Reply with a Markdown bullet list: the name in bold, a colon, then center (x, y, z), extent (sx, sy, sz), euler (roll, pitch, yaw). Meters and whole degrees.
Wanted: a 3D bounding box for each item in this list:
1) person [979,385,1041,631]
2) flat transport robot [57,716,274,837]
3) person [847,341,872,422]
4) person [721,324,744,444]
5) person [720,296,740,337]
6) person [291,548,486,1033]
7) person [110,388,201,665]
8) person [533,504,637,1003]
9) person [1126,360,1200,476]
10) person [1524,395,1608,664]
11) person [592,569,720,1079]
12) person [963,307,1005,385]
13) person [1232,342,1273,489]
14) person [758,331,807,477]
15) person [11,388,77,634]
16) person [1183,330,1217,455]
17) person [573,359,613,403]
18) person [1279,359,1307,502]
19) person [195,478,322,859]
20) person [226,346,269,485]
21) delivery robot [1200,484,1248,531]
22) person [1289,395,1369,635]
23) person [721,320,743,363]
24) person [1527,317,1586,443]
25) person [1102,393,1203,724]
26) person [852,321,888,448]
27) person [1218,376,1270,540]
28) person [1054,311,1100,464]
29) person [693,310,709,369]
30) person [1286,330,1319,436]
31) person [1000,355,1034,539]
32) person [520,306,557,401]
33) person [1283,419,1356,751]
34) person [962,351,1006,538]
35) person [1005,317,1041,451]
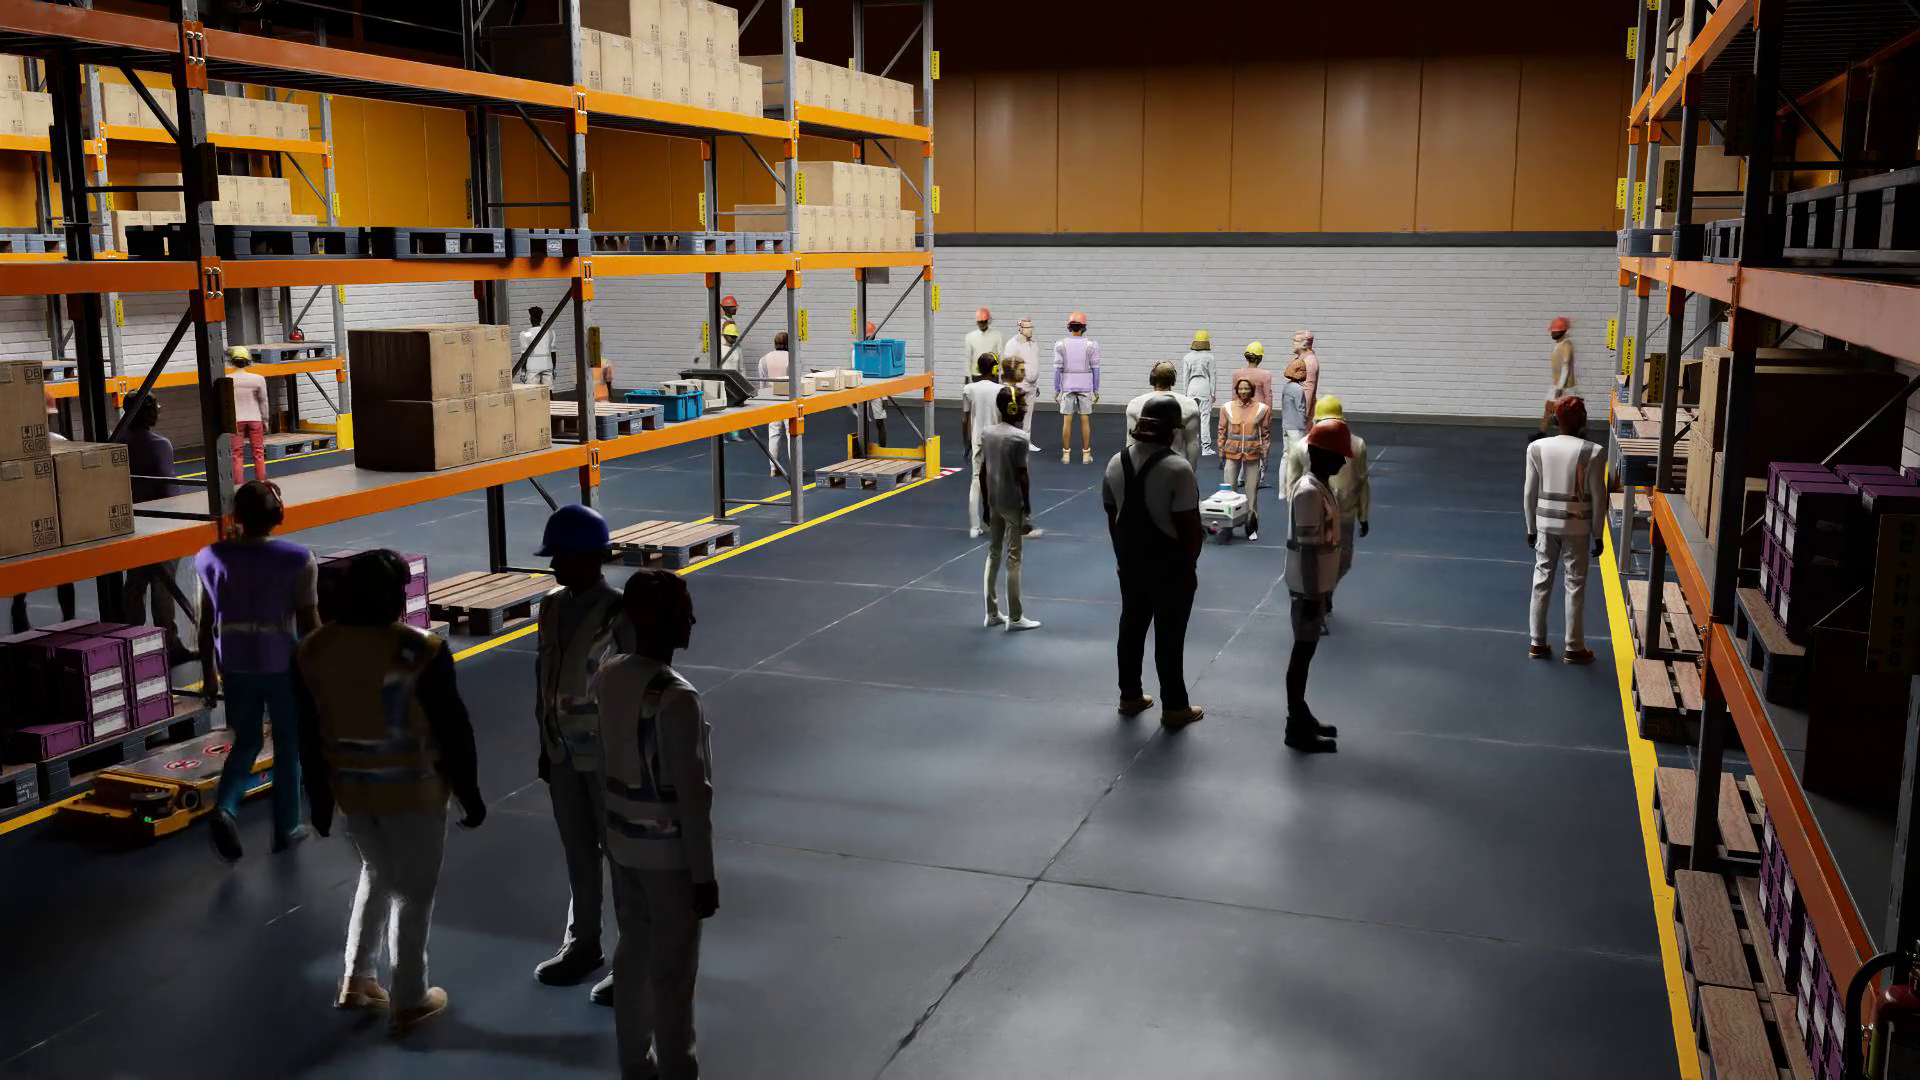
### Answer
- **person**: center (0.362, -0.242, 12.679), extent (0.331, 1.866, 0.513), euler (-9, 14, -42)
- **flat transport robot**: center (-3.968, 1.228, 8.884), extent (0.652, 0.197, 1.431), euler (4, 11, 22)
- **person**: center (-1.665, -2.787, 27.772), extent (0.521, 1.604, 0.701), euler (-4, 11, -20)
- **person**: center (-3.414, -2.311, 24.637), extent (0.330, 1.762, 0.527), euler (10, 14, 44)
- **person**: center (-3.989, -3.212, 28.893), extent (0.366, 2.048, 0.607), euler (1, 10, 4)
- **person**: center (-2.094, 0.933, 6.165), extent (0.633, 1.829, 0.442), euler (3, 11, 18)
- **person**: center (-5.664, -0.089, 11.611), extent (0.627, 1.940, 0.373), euler (4, 11, 22)
- **person**: center (-1.435, 0.818, 6.471), extent (0.618, 1.945, 0.395), euler (8, 13, 36)
- **person**: center (1.752, -0.590, 14.429), extent (0.636, 1.939, 0.363), euler (1, 10, 4)
- **person**: center (4.242, -0.073, 11.670), extent (0.576, 1.885, 0.355), euler (9, 13, 41)
- **person**: center (-0.981, 1.023, 5.504), extent (0.351, 1.882, 0.582), euler (-9, 13, -41)
- **person**: center (0.365, -2.532, 25.235), extent (0.650, 1.982, 0.459), euler (1, 10, 4)
- **person**: center (3.524, -1.499, 20.036), extent (0.523, 1.769, 0.313), euler (7, 12, 34)
- **person**: center (-2.210, -1.705, 20.984), extent (0.627, 1.844, 0.429), euler (3, 11, 19)
- **person**: center (-6.695, -0.163, 12.088), extent (0.721, 1.918, 0.579), euler (8, 13, 37)
- **person**: center (3.357, -2.055, 23.234), extent (0.487, 1.744, 0.294), euler (6, 12, 31)
- **person**: center (-5.051, -1.952, 22.906), extent (0.540, 1.640, 0.907), euler (-4, 11, -21)
- **person**: center (3.820, -1.247, 18.987), extent (0.277, 1.633, 0.507), euler (-2, 10, -11)
- **person**: center (-3.328, 0.632, 7.888), extent (0.590, 1.824, 0.596), euler (0, 10, 2)
- **person**: center (-8.280, -1.351, 19.250), extent (0.553, 1.762, 0.335), euler (-5, 11, -26)
- **delivery robot**: center (2.632, -0.313, 16.501), extent (0.477, 0.478, 0.707), euler (5, 11, 25)
- **person**: center (2.797, -0.218, 12.703), extent (0.600, 1.809, 0.699), euler (0, 10, -2)
- **person**: center (-3.929, -2.926, 28.419), extent (0.511, 1.644, 0.307), euler (6, 12, 32)
- **person**: center (8.771, -2.299, 24.238), extent (0.934, 1.886, 0.554), euler (-2, 10, -8)
- **person**: center (1.238, 0.100, 10.257), extent (0.537, 2.000, 0.681), euler (-9, 14, -43)
- **person**: center (-1.192, -1.921, 21.961), extent (0.541, 1.929, 0.380), euler (3, 11, 17)
- **person**: center (2.815, -0.813, 16.522), extent (0.515, 1.641, 0.314), euler (2, 10, 12)
- **person**: center (1.562, -2.036, 22.280), extent (0.615, 2.040, 0.374), euler (1, 10, 6)
- **person**: center (-4.402, -3.263, 29.693), extent (0.650, 1.873, 0.663), euler (8, 13, 37)
- **person**: center (4.102, -1.571, 20.035), extent (0.406, 1.913, 0.639), euler (2, 10, 9)
- **person**: center (0.528, -0.937, 16.684), extent (0.378, 1.844, 0.516), euler (2, 10, 9)
- **person**: center (-6.638, -2.694, 26.198), extent (0.603, 1.966, 0.367), euler (-8, 13, -37)
- **person**: center (2.091, 0.251, 9.725), extent (0.385, 1.927, 0.546), euler (3, 11, 17)
- **person**: center (0.269, -0.942, 16.624), extent (0.534, 1.863, 0.310), euler (4, 11, 22)
- **person**: center (0.915, -2.180, 23.477), extent (0.410, 1.909, 0.643), euler (8, 13, 37)
